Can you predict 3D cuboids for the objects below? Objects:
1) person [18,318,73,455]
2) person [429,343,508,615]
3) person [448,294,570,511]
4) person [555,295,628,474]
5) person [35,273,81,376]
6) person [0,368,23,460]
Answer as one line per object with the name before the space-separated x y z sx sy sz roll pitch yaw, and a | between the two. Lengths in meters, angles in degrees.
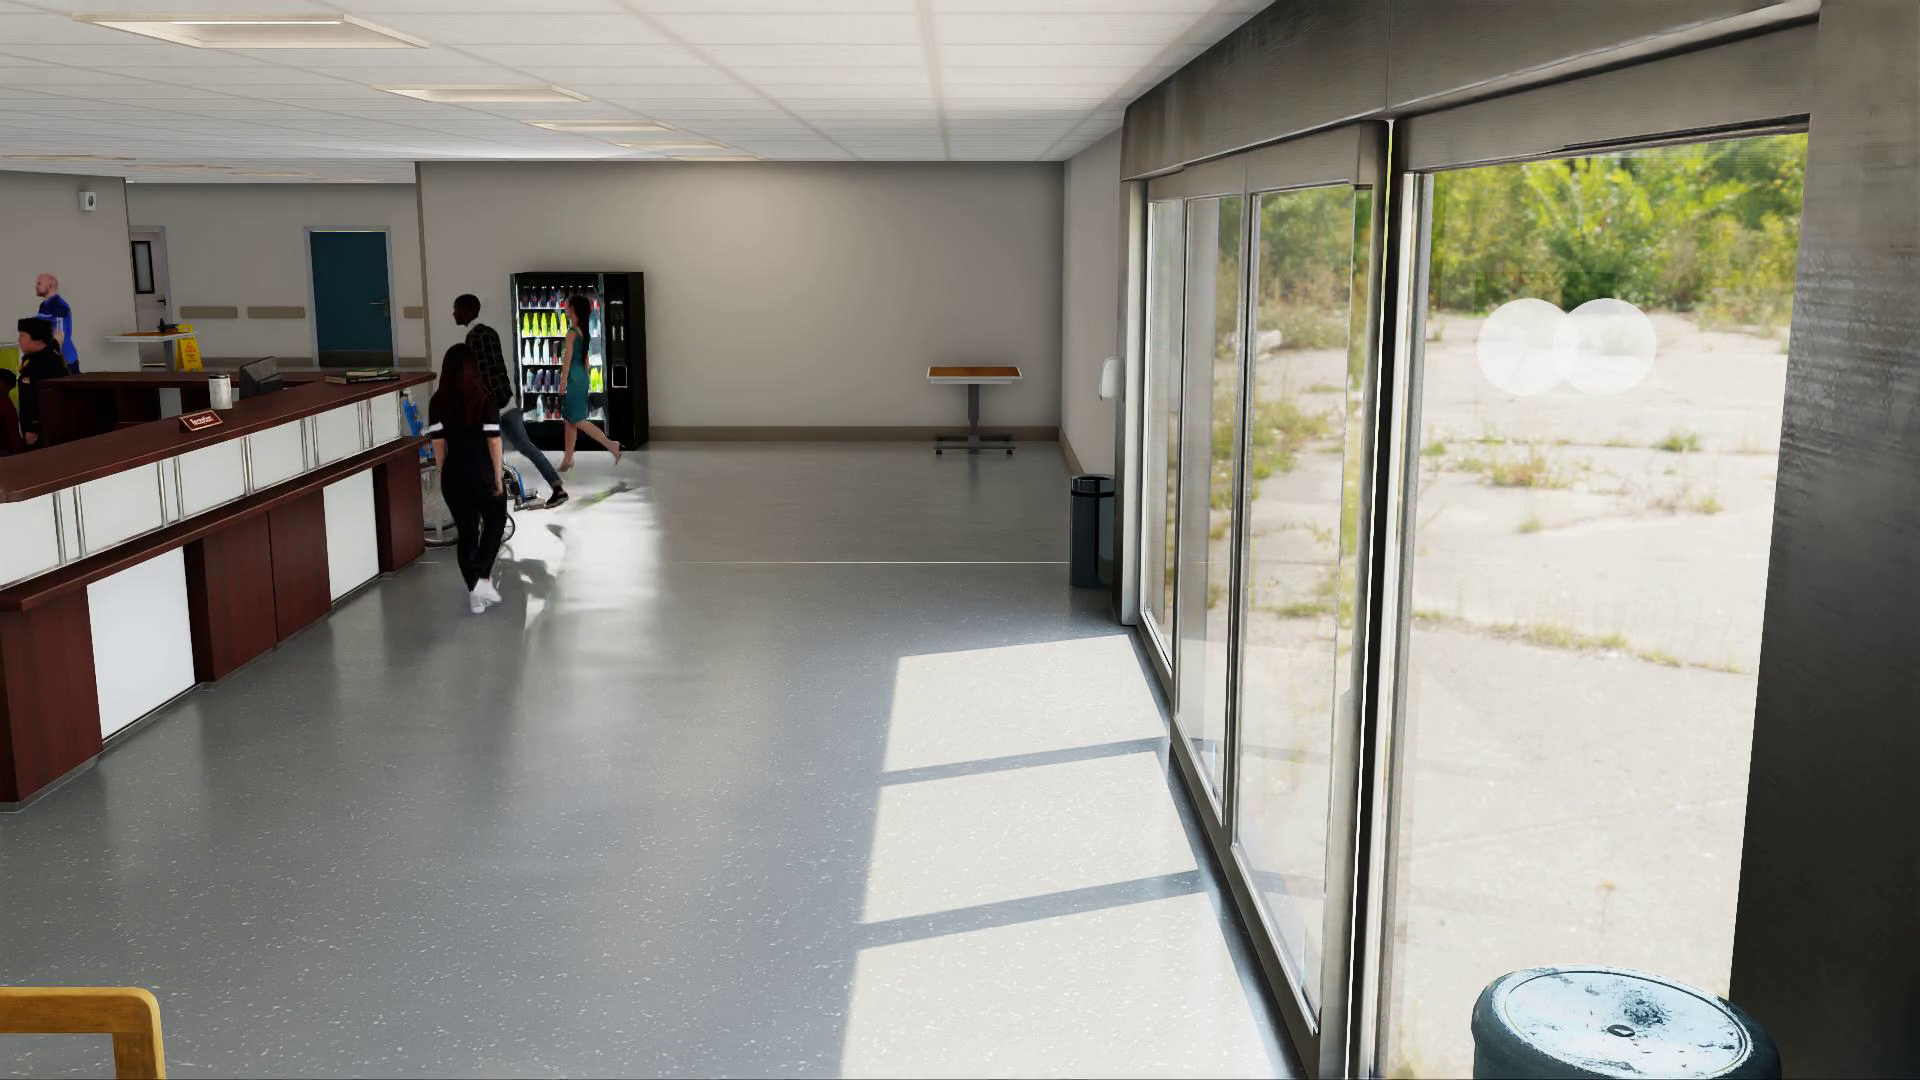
person | -6.520 -0.773 12.103 0.989 1.658 0.924 -8 13 -35
person | -2.959 -0.355 9.975 0.524 1.628 0.675 1 11 5
person | -3.590 -1.012 13.171 1.405 1.728 0.840 2 11 11
person | -3.502 -1.419 15.491 0.955 1.663 0.607 1 11 7
person | -9.400 -1.881 17.503 0.933 1.821 0.987 9 14 40
person | -7.235 -0.691 12.784 0.789 1.242 0.681 -6 12 -28
